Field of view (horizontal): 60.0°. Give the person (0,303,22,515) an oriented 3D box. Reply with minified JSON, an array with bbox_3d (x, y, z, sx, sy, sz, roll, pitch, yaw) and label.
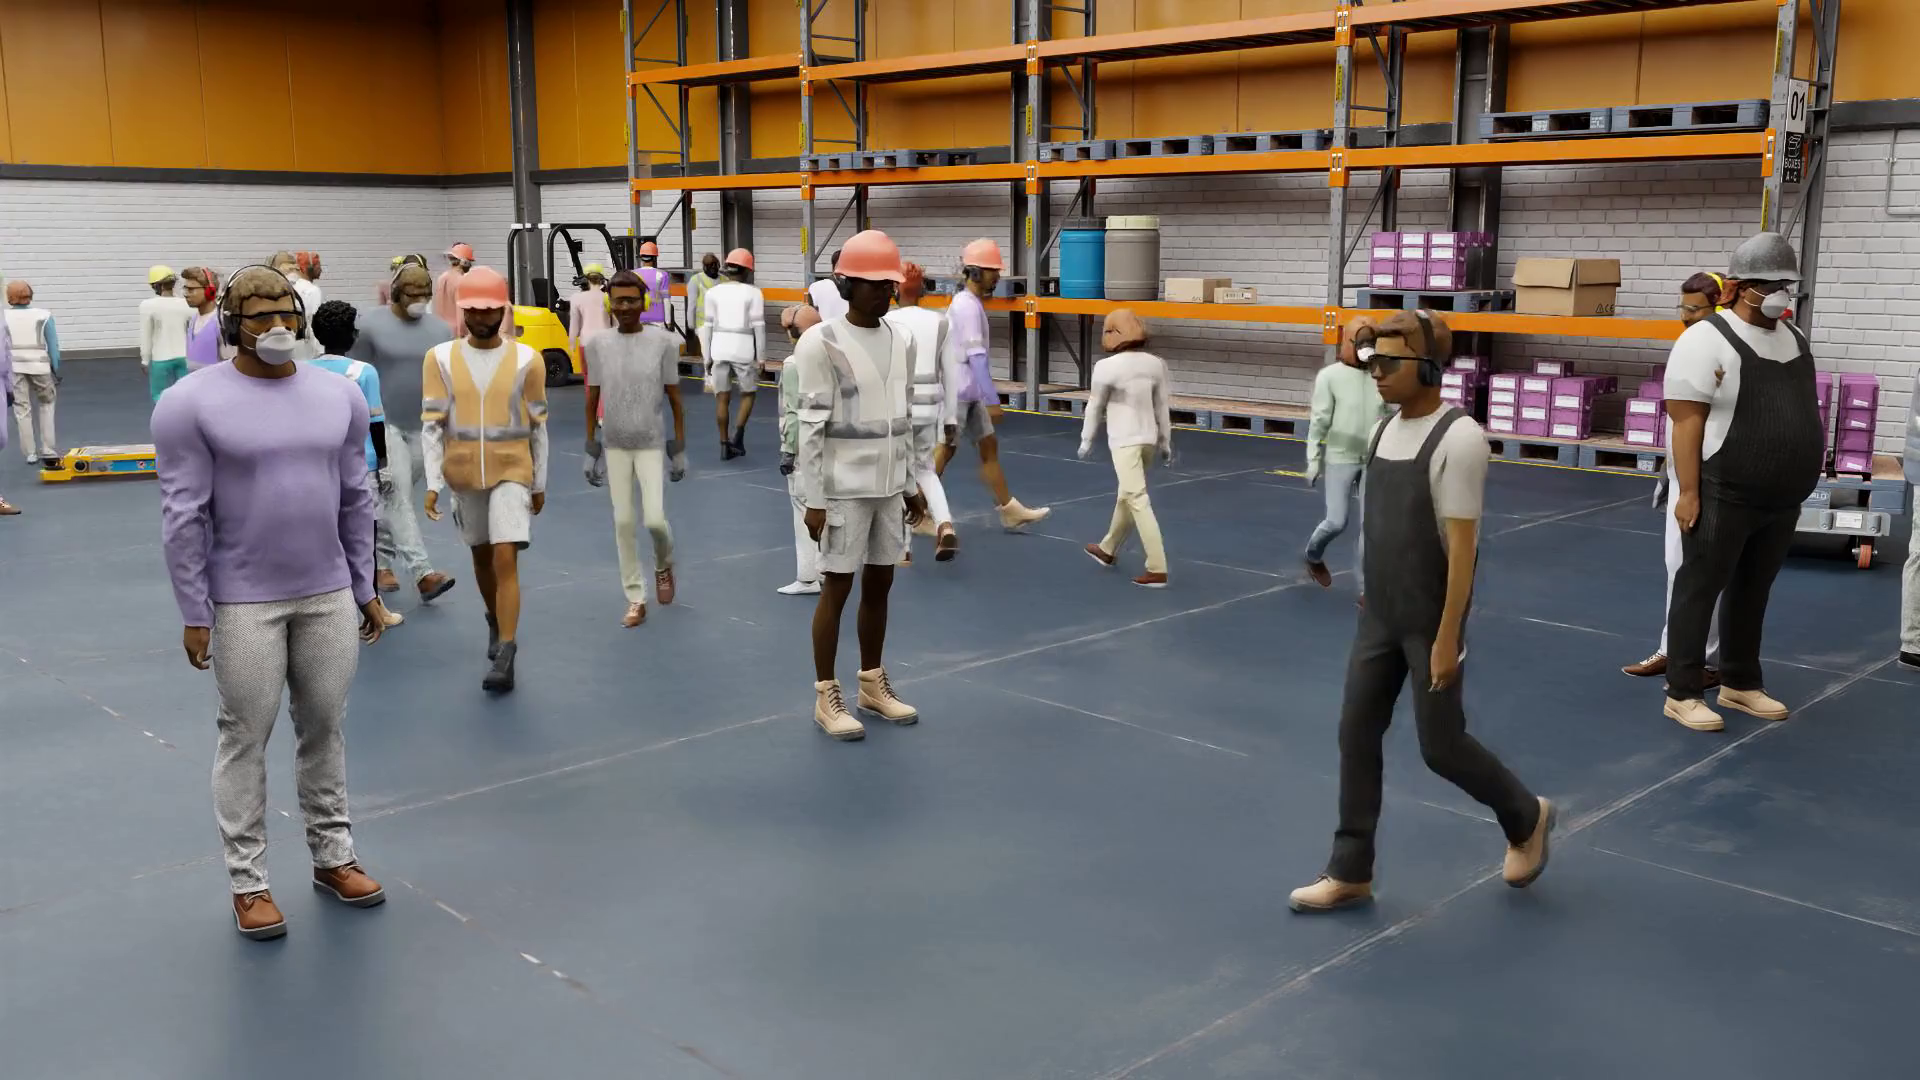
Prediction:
[{"bbox_3d":[-7.218,-1.121,12.087,0.711,1.886,0.658,2,11,13],"label":"person"}]

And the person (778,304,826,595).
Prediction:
[{"bbox_3d":[-0.861,-0.505,9.400,0.306,1.637,0.523,4,11,20],"label":"person"}]

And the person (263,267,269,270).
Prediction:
[{"bbox_3d":[-6.621,-1.773,16.103,0.496,1.718,0.731,-9,14,-40],"label":"person"}]

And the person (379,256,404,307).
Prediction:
[{"bbox_3d":[-7.466,-2.881,22.070,0.585,1.740,0.482,1,10,4],"label":"person"}]

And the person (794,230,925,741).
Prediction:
[{"bbox_3d":[-0.371,-0.218,6.735,0.395,2.038,0.615,10,14,43],"label":"person"}]

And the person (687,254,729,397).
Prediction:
[{"bbox_3d":[-3.072,-2.703,21.006,0.868,1.783,0.688,10,14,42],"label":"person"}]

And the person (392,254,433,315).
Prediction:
[{"bbox_3d":[-4.887,-1.675,15.184,0.565,1.850,0.603,6,12,29],"label":"person"}]

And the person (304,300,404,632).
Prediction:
[{"bbox_3d":[-3.143,-0.369,8.496,0.535,1.697,0.318,3,11,16],"label":"person"}]

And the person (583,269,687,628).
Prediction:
[{"bbox_3d":[-1.698,-0.486,8.704,0.527,1.853,0.472,0,10,2],"label":"person"}]

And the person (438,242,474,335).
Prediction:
[{"bbox_3d":[-6.051,-2.680,20.449,0.653,1.932,0.508,-3,11,-18],"label":"person"}]

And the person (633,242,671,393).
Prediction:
[{"bbox_3d":[-3.966,-2.839,21.308,0.549,1.936,0.376,1,10,3],"label":"person"}]

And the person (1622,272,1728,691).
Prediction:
[{"bbox_3d":[3.261,-0.251,7.398,0.328,1.865,0.508,-2,11,-10],"label":"person"}]

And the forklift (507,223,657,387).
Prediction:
[{"bbox_3d":[-5.316,-3.263,22.920,2.313,2.155,1.214,-10,14,-44],"label":"forklift"}]

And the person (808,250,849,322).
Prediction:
[{"bbox_3d":[-1.144,-1.772,15.639,0.619,1.876,0.616,0,10,-1],"label":"person"}]

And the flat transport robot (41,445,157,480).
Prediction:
[{"bbox_3d":[-6.927,-0.678,14.070,1.431,0.197,0.652,-4,11,-22],"label":"flat transport robot"}]

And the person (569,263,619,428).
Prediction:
[{"bbox_3d":[-3.862,-2.074,17.703,0.550,1.717,0.859,-2,11,-9],"label":"person"}]

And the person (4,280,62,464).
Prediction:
[{"bbox_3d":[-8.311,-1.499,14.833,0.540,1.619,0.560,-5,11,-25],"label":"person"}]

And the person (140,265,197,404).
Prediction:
[{"bbox_3d":[-7.376,-1.693,15.567,0.388,1.743,0.558,10,14,44],"label":"person"}]

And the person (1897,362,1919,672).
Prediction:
[{"bbox_3d":[4.603,-0.295,7.715,0.403,1.835,0.586,8,13,37],"label":"person"}]

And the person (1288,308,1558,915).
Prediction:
[{"bbox_3d":[1.415,0.223,4.953,0.801,1.821,0.524,-5,11,-24],"label":"person"}]

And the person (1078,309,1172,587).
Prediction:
[{"bbox_3d":[0.942,-0.547,9.742,0.499,1.588,0.845,-9,13,-39],"label":"person"}]

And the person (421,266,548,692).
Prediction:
[{"bbox_3d":[-2.159,-0.298,7.614,0.546,1.890,1.014,-1,10,-8],"label":"person"}]

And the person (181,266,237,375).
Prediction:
[{"bbox_3d":[-4.870,-0.903,11.072,0.561,1.827,0.627,10,14,44],"label":"person"}]

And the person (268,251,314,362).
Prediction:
[{"bbox_3d":[-5.447,-1.346,13.274,0.916,1.909,0.638,7,12,32],"label":"person"}]

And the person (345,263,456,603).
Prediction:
[{"bbox_3d":[-3.072,-0.586,9.230,1.023,1.861,0.698,9,13,39],"label":"person"}]

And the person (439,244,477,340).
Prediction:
[{"bbox_3d":[-5.669,-2.364,18.770,1.067,1.924,0.636,-10,14,-43],"label":"person"}]

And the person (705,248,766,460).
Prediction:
[{"bbox_3d":[-2.023,-1.665,14.978,0.585,1.908,0.502,2,11,9],"label":"person"}]

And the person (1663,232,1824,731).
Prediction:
[{"bbox_3d":[3.249,-0.236,6.832,0.689,2.000,0.538,-5,11,-24],"label":"person"}]

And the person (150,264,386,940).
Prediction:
[{"bbox_3d":[-1.988,0.173,4.880,0.372,1.940,0.631,9,14,41],"label":"person"}]

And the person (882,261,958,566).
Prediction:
[{"bbox_3d":[-0.292,-0.742,10.049,0.589,1.869,0.544,-5,12,-26],"label":"person"}]

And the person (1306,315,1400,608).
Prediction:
[{"bbox_3d":[2.113,-0.430,9.071,0.537,1.607,0.599,-2,11,-13],"label":"person"}]

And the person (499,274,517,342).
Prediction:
[{"bbox_3d":[-4.687,-1.890,16.974,0.330,1.634,0.521,-6,12,-28],"label":"person"}]

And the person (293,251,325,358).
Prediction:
[{"bbox_3d":[-6.486,-1.943,16.605,0.596,1.866,0.461,10,14,43],"label":"person"}]

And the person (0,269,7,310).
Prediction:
[{"bbox_3d":[-12.199,-2.763,20.758,0.401,1.986,0.612,5,11,23],"label":"person"}]

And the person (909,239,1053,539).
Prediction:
[{"bbox_3d":[0.129,-0.985,11.058,1.022,1.987,0.665,1,10,3],"label":"person"}]
